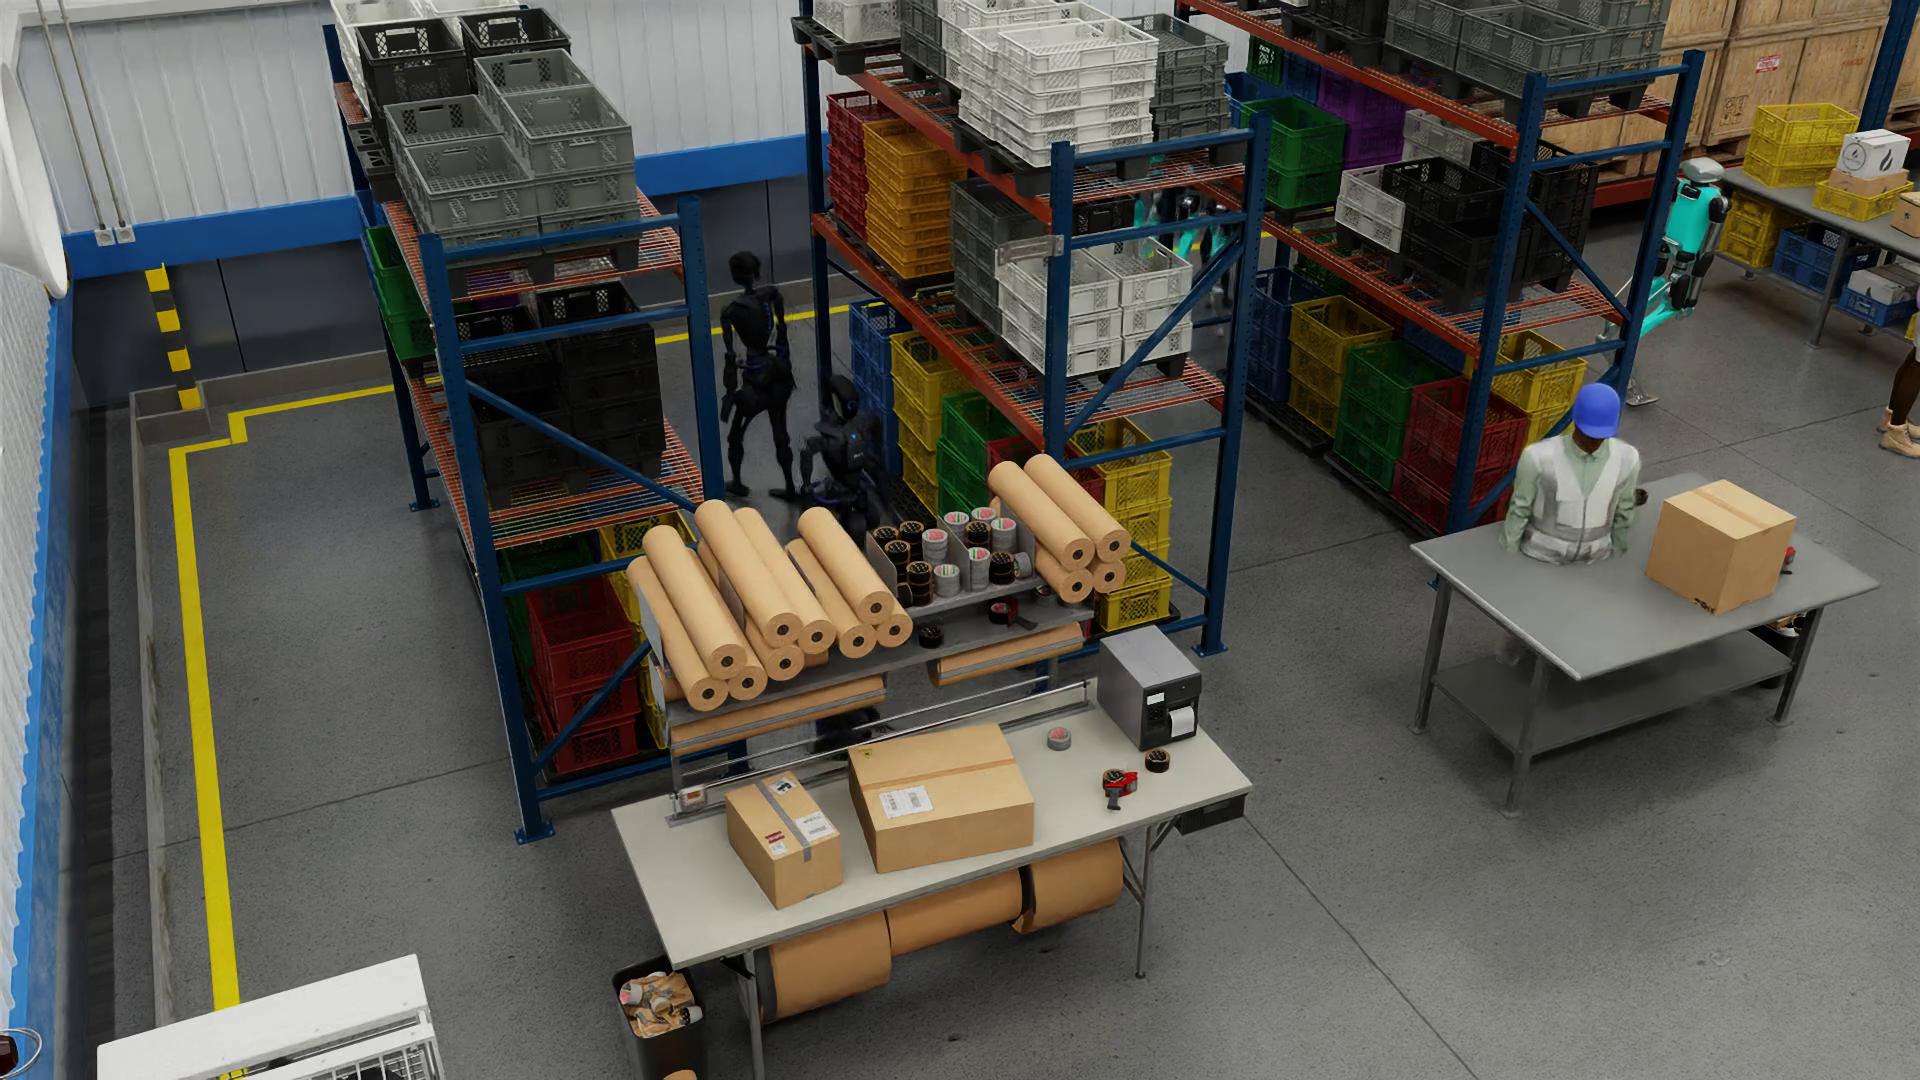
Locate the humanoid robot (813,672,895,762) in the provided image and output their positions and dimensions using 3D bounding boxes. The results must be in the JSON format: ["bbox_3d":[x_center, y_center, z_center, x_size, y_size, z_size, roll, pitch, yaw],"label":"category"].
[{"bbox_3d":[-0.414,0.876,7.232,0.727,1.632,0.600,2,32,4],"label":"humanoid robot"}]

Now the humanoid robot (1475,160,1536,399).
[{"bbox_3d":[3.624,-1.878,11.673,0.549,1.766,1.055,-18,36,-27],"label":"humanoid robot"}]

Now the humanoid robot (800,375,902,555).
[{"bbox_3d":[-0.570,-0.119,8.835,0.601,1.643,0.609,-24,39,-34],"label":"humanoid robot"}]

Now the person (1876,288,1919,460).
[{"bbox_3d":[6.380,-1.514,10.740,0.371,2.042,0.613,14,34,21],"label":"person"}]

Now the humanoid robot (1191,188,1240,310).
[{"bbox_3d":[2.050,-2.577,12.809,0.361,1.655,0.588,-6,32,-9],"label":"humanoid robot"}]

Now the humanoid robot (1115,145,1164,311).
[{"bbox_3d":[1.298,-2.409,12.571,0.561,1.848,0.804,18,36,27],"label":"humanoid robot"}]

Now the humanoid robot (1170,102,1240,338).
[{"bbox_3d":[1.795,-2.332,12.349,0.532,1.762,0.685,11,33,17],"label":"humanoid robot"}]

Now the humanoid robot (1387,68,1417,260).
[{"bbox_3d":[3.634,-3.157,13.755,0.418,1.633,0.612,6,32,10],"label":"humanoid robot"}]

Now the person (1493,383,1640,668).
[{"bbox_3d":[2.975,0.098,8.225,0.612,1.940,0.427,0,32,-1],"label":"person"}]

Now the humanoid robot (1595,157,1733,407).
[{"bbox_3d":[4.672,-1.726,11.280,0.737,1.690,0.532,-10,33,-16],"label":"humanoid robot"}]

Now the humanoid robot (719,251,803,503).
[{"bbox_3d":[-1.264,-1.000,10.255,0.559,1.640,0.616,20,37,29],"label":"humanoid robot"}]
